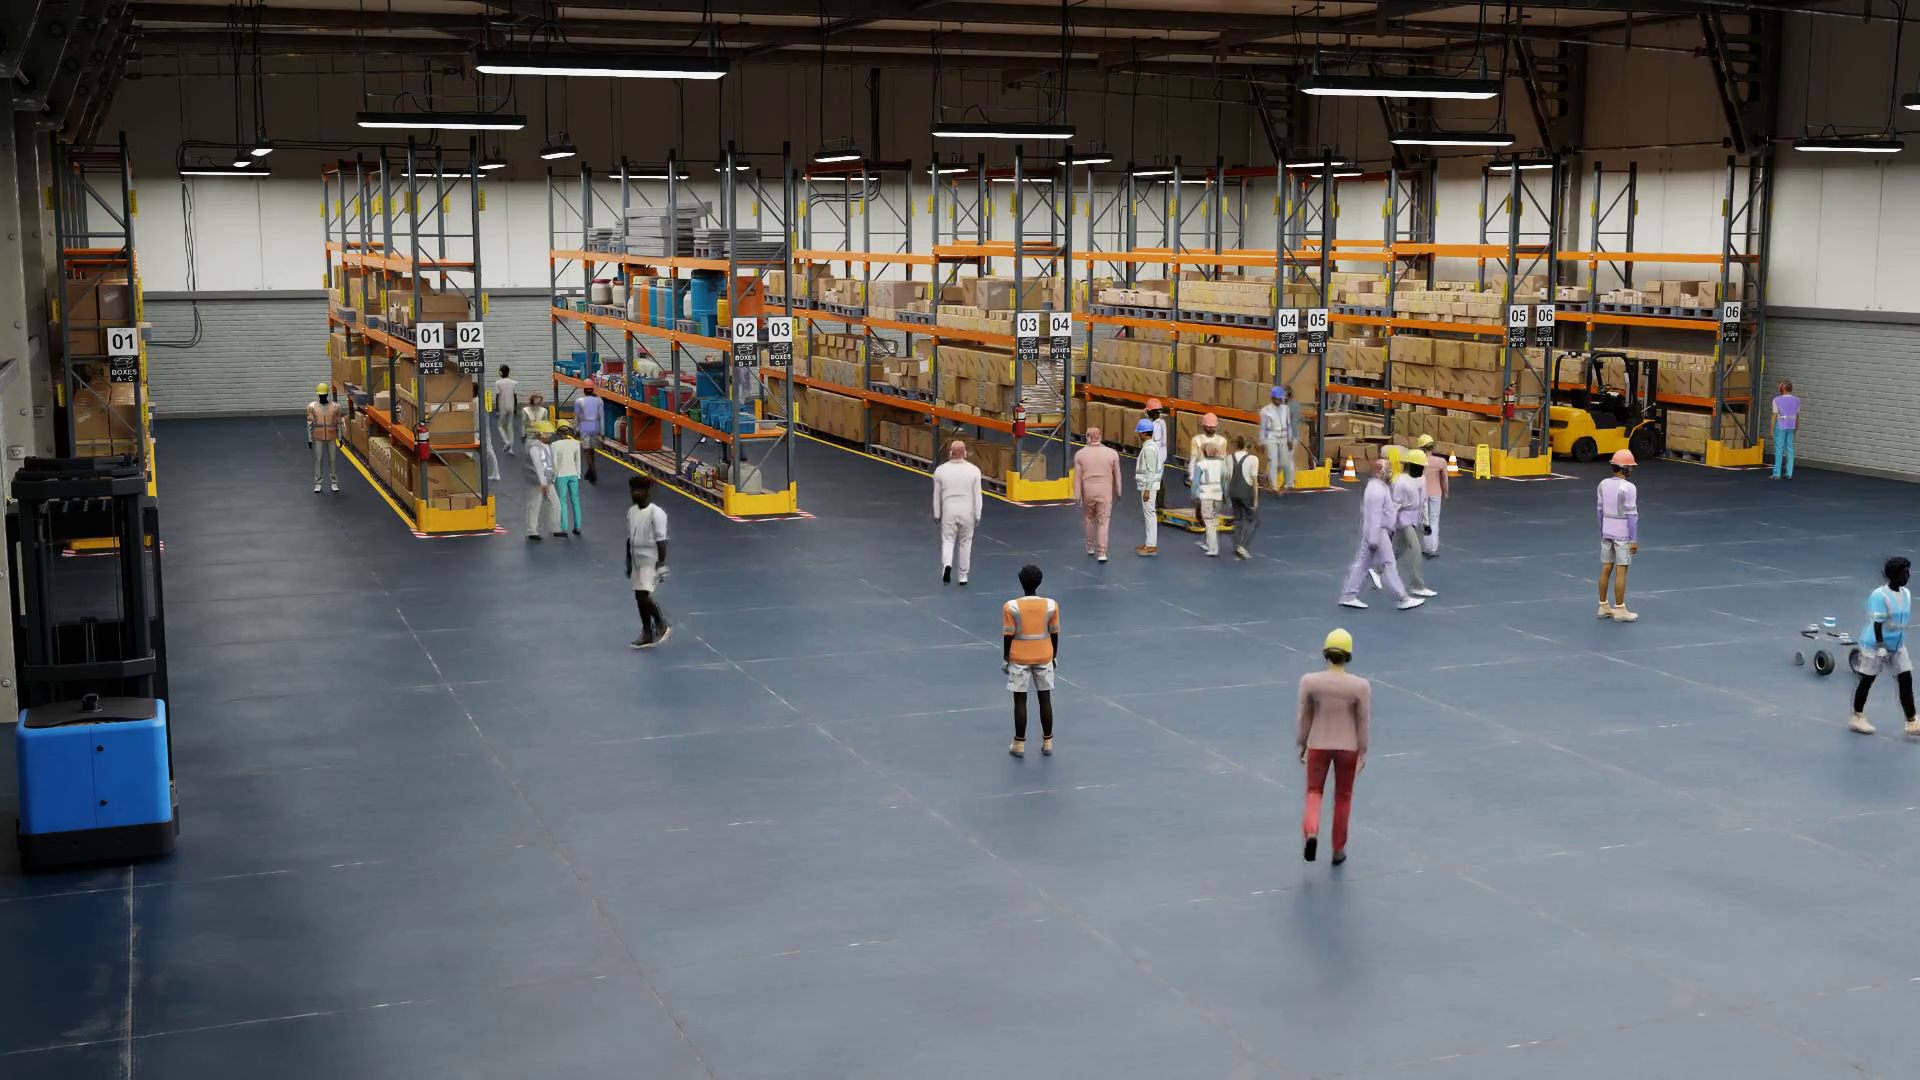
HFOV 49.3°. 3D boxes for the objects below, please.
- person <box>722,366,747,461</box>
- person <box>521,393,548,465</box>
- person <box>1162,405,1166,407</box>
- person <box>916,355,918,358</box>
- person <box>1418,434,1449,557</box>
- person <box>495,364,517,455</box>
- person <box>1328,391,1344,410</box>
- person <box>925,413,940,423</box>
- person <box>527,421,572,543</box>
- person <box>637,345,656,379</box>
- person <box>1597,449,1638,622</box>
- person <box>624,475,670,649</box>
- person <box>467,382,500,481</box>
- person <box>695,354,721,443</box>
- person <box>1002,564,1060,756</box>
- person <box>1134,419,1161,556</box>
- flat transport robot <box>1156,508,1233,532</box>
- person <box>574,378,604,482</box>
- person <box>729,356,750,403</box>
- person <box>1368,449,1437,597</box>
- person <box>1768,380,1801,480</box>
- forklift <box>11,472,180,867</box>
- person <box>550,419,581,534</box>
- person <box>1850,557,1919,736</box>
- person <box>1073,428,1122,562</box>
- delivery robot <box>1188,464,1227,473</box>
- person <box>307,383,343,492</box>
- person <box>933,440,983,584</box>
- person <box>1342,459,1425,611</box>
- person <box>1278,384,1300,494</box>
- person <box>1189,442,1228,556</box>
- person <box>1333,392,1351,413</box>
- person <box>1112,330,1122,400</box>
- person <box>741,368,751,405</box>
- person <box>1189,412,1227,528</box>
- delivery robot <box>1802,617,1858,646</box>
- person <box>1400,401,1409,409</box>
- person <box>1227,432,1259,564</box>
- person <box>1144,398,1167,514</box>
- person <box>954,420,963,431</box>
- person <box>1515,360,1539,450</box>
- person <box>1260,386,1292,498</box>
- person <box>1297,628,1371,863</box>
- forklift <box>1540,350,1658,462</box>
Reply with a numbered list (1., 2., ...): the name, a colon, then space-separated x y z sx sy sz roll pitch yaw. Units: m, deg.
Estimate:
1. person: -4.519 -2.488 41.563 0.556 1.898 0.915 -4 10 -26
2. person: -7.876 -1.926 38.764 0.519 1.604 0.638 -3 9 -17
3. person: 4.489 -3.300 47.240 0.600 1.825 0.403 -5 10 -30
4. person: -0.992 -4.030 52.188 0.915 1.830 0.510 3 9 20
5. person: 6.642 -0.637 29.727 0.568 1.736 0.452 1 9 8
6. person: -9.316 -2.680 42.986 0.502 1.859 0.417 -6 10 -33
7. person: 8.573 -3.548 48.526 0.614 1.942 1.042 -2 9 -12
8. person: -0.628 -2.836 44.583 0.547 1.685 0.413 -3 9 -21
9. person: -6.098 -0.857 31.030 0.741 1.797 0.618 2 9 13
10. person: -7.240 -3.442 47.663 0.655 1.972 0.568 -4 9 -25
11. person: 7.845 -0.063 24.919 0.379 2.044 0.607 -4 9 -25
12. person: -3.504 0.242 23.194 0.423 1.946 0.628 -8 12 -43
13. person: -8.903 -1.989 38.521 0.506 1.830 0.692 7 11 39
14. person: -5.412 -3.059 45.327 0.651 1.913 0.410 -1 9 -10
15. person: 0.624 1.062 18.570 0.539 1.695 0.318 -2 9 -14
16. person: 2.672 -0.760 29.886 0.396 1.943 0.614 1 9 5
17. flat transport robot: 3.662 -0.323 32.675 0.652 0.197 1.431 -4 9 -25
18. person: -6.785 -2.013 38.410 0.550 1.907 0.913 -4 9 -26
19. person: -4.894 -3.141 45.847 0.750 1.910 0.629 7 11 40
20. person: 5.653 -0.251 26.753 0.964 1.876 0.571 7 11 38
21. person: 15.251 -2.026 38.701 0.560 1.836 0.380 -2 9 -16
22. forklift: -6.630 0.886 15.957 1.129 2.768 1.873 -3 9 -21
23. person: -6.005 -0.957 31.824 0.529 1.759 0.335 -8 11 -41
24. person: 8.563 0.990 19.167 0.552 1.665 0.820 -4 10 -27
25. person: 1.934 -0.651 29.461 0.663 1.850 0.988 1 9 6
26. delivery robot: 4.433 -1.240 37.533 0.477 0.478 0.707 -8 12 -43
27. person: -11.199 -1.808 36.948 0.594 1.922 0.377 -3 9 -19
28. person: -0.029 -0.345 27.285 0.641 1.898 0.583 1 9 6
29. person: 5.159 -0.063 25.536 1.007 1.851 0.664 1 9 5
30. person: 5.720 -1.779 36.749 0.440 1.922 0.645 -2 9 -14
31. person: 3.505 -0.594 29.896 0.536 1.600 0.805 -5 10 -30
32. person: 9.010 -3.605 49.201 0.630 1.842 0.429 -4 10 -27
33. person: 4.131 -4.503 54.721 0.672 1.992 0.659 -7 11 -41
34. person: -5.170 -3.485 49.154 0.523 1.600 0.752 -1 9 -9
35. person: 3.723 -0.991 31.572 0.560 1.908 0.804 0 9 -2
36. delivery robot: 9.203 0.938 22.153 0.335 0.223 0.698 -2 9 -13
37. person: 10.327 -3.430 48.399 0.483 1.737 0.320 8 12 43
38. person: 3.948 -0.586 29.140 0.515 1.829 0.403 6 11 36
39. person: 3.119 -1.308 33.579 0.377 1.932 0.552 2 9 14
40. person: 0.017 -3.411 47.736 0.618 1.889 0.736 -4 9 -23
41. person: 11.868 -2.848 44.016 0.585 1.882 0.337 4 9 24
42. person: 5.455 -1.720 36.334 0.631 1.926 0.609 -5 10 -28
43. person: 2.716 1.527 15.286 0.525 1.758 0.511 3 9 16
44. forklift: 12.897 -2.725 42.309 2.313 2.155 1.214 -3 9 -21
